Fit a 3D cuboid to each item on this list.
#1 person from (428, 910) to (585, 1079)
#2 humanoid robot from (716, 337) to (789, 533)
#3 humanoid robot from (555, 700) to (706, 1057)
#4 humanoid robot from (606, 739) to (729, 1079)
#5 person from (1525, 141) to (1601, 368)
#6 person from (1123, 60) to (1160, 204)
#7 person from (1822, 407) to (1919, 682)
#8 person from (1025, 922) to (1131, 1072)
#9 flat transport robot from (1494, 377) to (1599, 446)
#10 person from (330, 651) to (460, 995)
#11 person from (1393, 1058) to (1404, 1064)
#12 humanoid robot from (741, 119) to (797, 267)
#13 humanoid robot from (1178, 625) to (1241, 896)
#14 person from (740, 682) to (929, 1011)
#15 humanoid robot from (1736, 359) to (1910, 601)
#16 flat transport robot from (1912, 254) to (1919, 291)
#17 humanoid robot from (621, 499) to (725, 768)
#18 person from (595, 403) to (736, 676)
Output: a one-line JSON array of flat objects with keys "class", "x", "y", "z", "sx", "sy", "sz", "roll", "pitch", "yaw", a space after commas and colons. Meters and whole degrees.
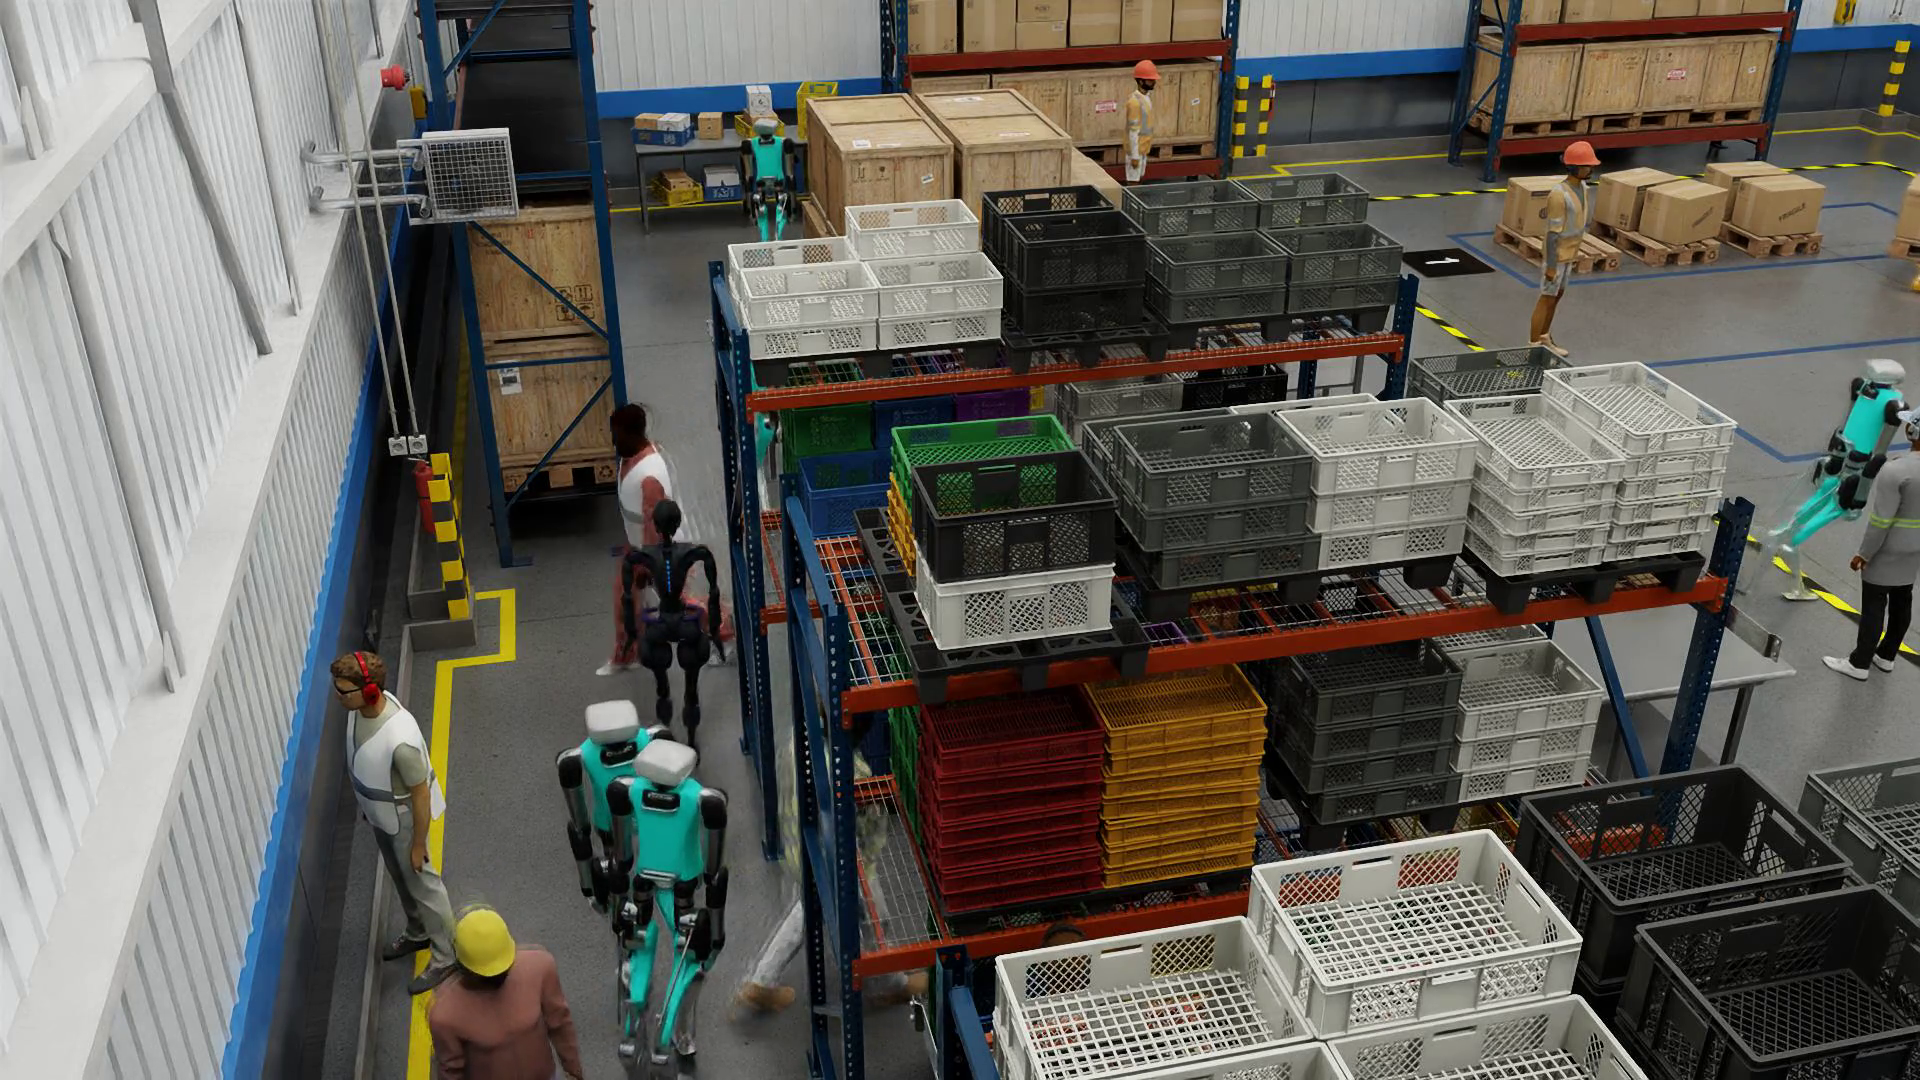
[{"class": "person", "x": -1.783, "y": 2.083, "z": 6.515, "sx": 0.525, "sy": 1.744, "sz": 0.751, "roll": -22, "pitch": 35, "yaw": -36}, {"class": "humanoid robot", "x": -1.550, "y": -0.943, "z": 12.301, "sx": 0.547, "sy": 1.751, "sz": 1.037, "roll": -7, "pitch": 29, "yaw": -13}, {"class": "humanoid robot", "x": -1.415, "y": 1.586, "z": 7.472, "sx": 0.548, "sy": 1.760, "sz": 0.943, "roll": -13, "pitch": 30, "yaw": -23}, {"class": "humanoid robot", "x": -1.297, "y": 1.813, "z": 7.123, "sx": 0.534, "sy": 1.851, "sz": 0.785, "roll": 5, "pitch": 28, "yaw": 10}, {"class": "person", "x": 5.452, "y": -2.583, "z": 15.041, "sx": 0.362, "sy": 2.048, "sz": 0.610, "roll": 19, "pitch": 33, "yaw": 32}, {"class": "person", "x": 2.007, "y": -4.359, "z": 18.527, "sx": 0.363, "sy": 1.939, "sz": 0.542, "roll": 9, "pitch": 29, "yaw": 17}, {"class": "person", "x": 5.790, "y": 0.014, "z": 10.325, "sx": 0.589, "sy": 1.850, "sz": 0.395, "roll": -10, "pitch": 29, "yaw": -18}, {"class": "person", "x": 0.387, "y": 2.186, "z": 6.214, "sx": 0.505, "sy": 1.841, "sz": 0.346, "roll": -4, "pitch": 28, "yaw": -7}, {"class": "flat transport robot", "x": 4.780, "y": -1.036, "z": 14.013, "sx": 0.659, "sy": 0.231, "sz": 1.431, "roll": -6, "pitch": 28, "yaw": -12}, {"class": "person", "x": -2.644, "y": 1.310, "z": 7.869, "sx": 0.374, "sy": 1.843, "sz": 0.566, "roll": -22, "pitch": 35, "yaw": -35}, {"class": "person", "x": 1.683, "y": 2.339, "z": 6.046, "sx": 0.796, "sy": 1.714, "sz": 0.484, "roll": -13, "pitch": 31, "yaw": -24}, {"class": "humanoid robot", "x": -1.924, "y": -3.281, "z": 16.749, "sx": 0.542, "sy": 1.769, "sz": 1.036, "roll": 0, "pitch": 28, "yaw": 0}, {"class": "humanoid robot", "x": 1.150, "y": 1.165, "z": 8.378, "sx": 0.788, "sy": 1.629, "sz": 0.594, "roll": 0, "pitch": 28, "yaw": 0}, {"class": "person", "x": -0.602, "y": 1.454, "z": 7.643, "sx": 0.879, "sy": 1.808, "sz": 0.638, "roll": -11, "pitch": 30, "yaw": -21}, {"class": "humanoid robot", "x": 5.720, "y": -0.307, "z": 11.168, "sx": 0.833, "sy": 1.871, "sz": 0.548, "roll": -1, "pitch": 28, "yaw": -2}, {"class": "flat transport robot", "x": 10.411, "y": -2.859, "z": 17.441, "sx": 0.652, "sy": 0.197, "sz": 1.431, "roll": 15, "pitch": 31, "yaw": 26}, {"class": "humanoid robot", "x": -1.651, "y": 0.548, "z": 9.496, "sx": 0.597, "sy": 1.638, "sz": 0.364, "roll": -4, "pitch": 28, "yaw": -8}, {"class": "person", "x": -1.869, "y": 0.011, "z": 10.325, "sx": 0.929, "sy": 1.899, "sz": 0.600, "roll": -13, "pitch": 30, "yaw": -23}]
